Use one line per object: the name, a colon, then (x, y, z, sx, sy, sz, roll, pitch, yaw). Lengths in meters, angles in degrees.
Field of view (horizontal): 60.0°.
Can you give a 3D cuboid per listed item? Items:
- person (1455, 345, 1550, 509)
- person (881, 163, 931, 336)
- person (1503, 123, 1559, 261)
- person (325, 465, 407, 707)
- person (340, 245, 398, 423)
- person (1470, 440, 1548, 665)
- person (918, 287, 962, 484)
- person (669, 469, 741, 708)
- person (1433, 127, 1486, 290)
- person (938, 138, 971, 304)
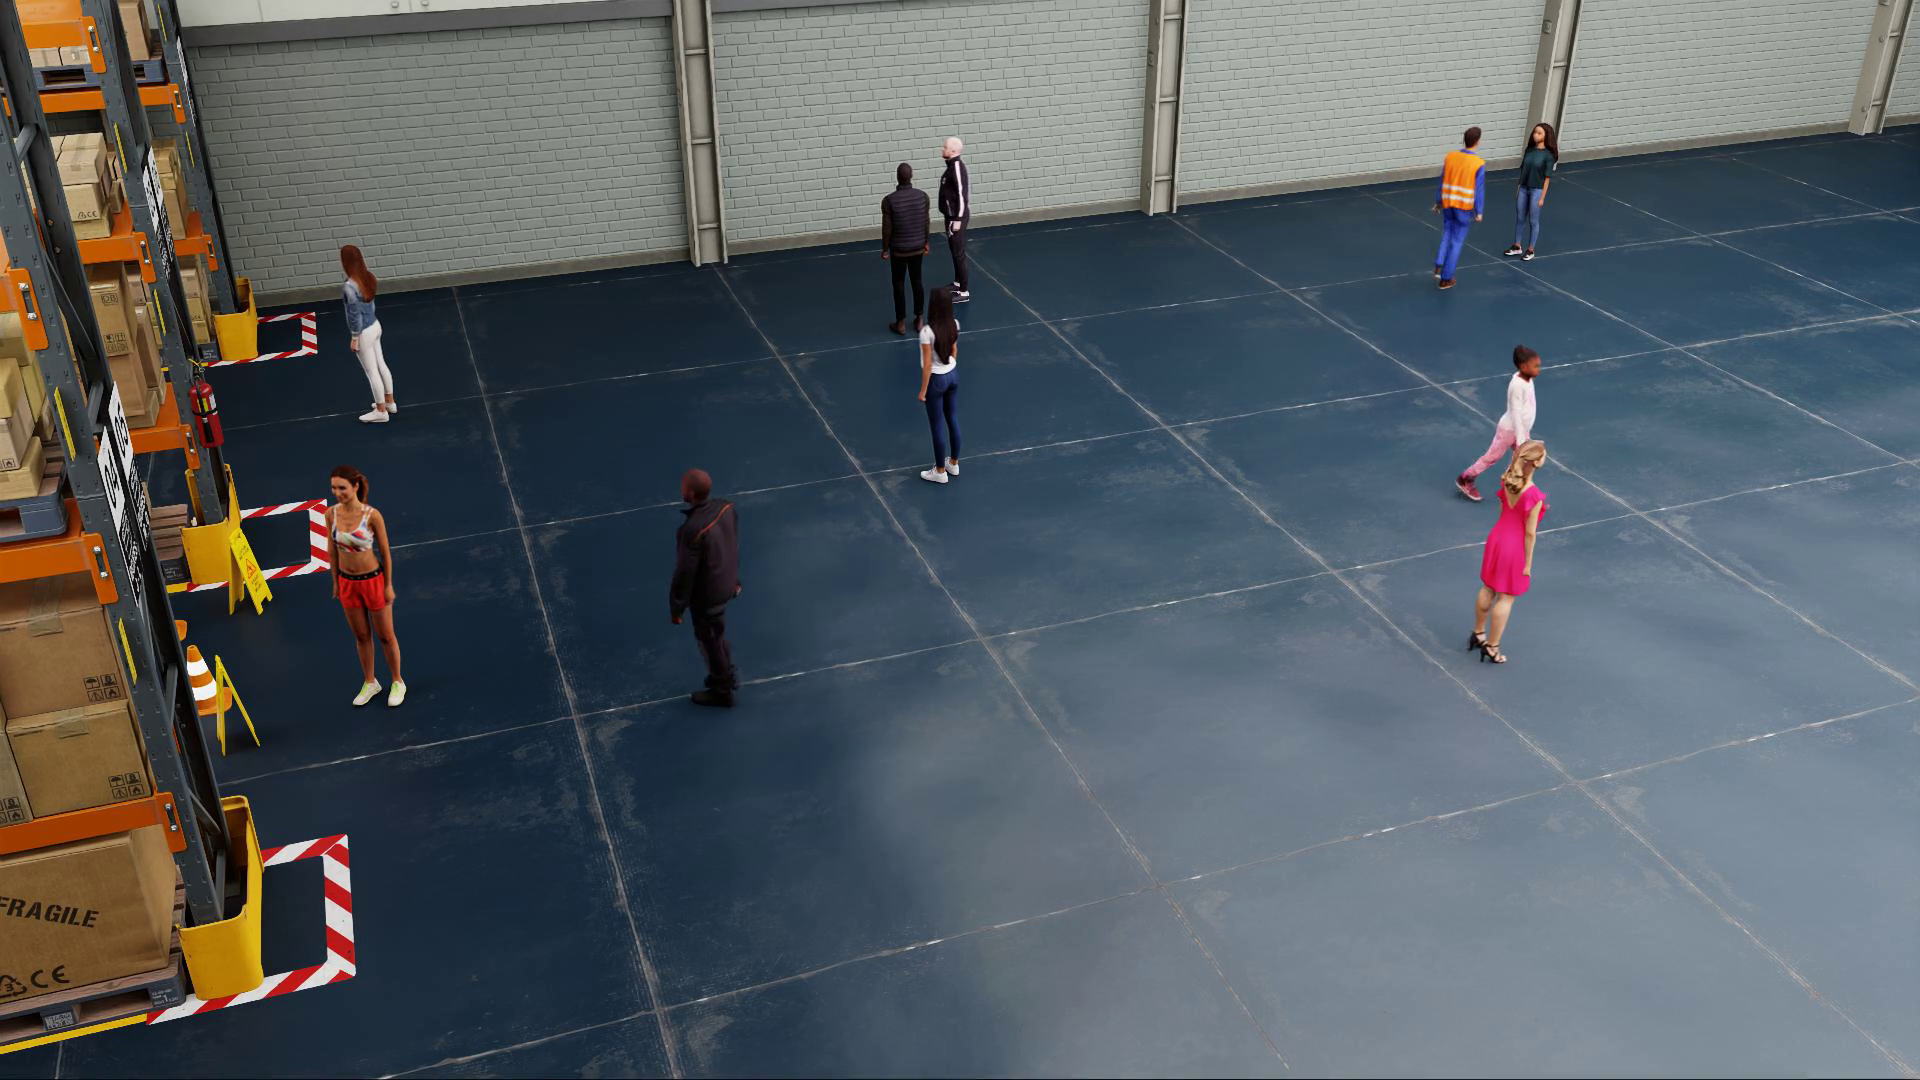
person: (4.593, -0.953, 14.037, 0.945, 1.422, 1.017, 20, 34, 32)
person: (-0.568, -3.092, 17.613, 0.502, 1.836, 0.750, -11, 30, -19)
person: (6.843, -4.173, 19.876, 0.675, 1.616, 0.664, -19, 33, -31)
person: (-4.038, 0.303, 11.284, 0.629, 1.792, 0.729, 2, 28, 5)
person: (-5.557, -1.940, 15.592, 0.665, 1.701, 0.691, 2, 28, 4)
person: (3.878, 0.074, 11.791, 0.529, 1.720, 0.571, -9, 29, -17)
person: (-0.155, -1.349, 14.404, 0.728, 1.774, 0.611, 23, 36, 36)
person: (-1.606, 0.348, 11.172, 0.889, 1.818, 0.827, 13, 31, 23)
person: (5.580, -3.724, 18.782, 0.830, 1.852, 0.836, -24, 36, -38)
person: (-0.039, -3.573, 18.516, 0.664, 1.836, 0.725, -3, 28, -5)
